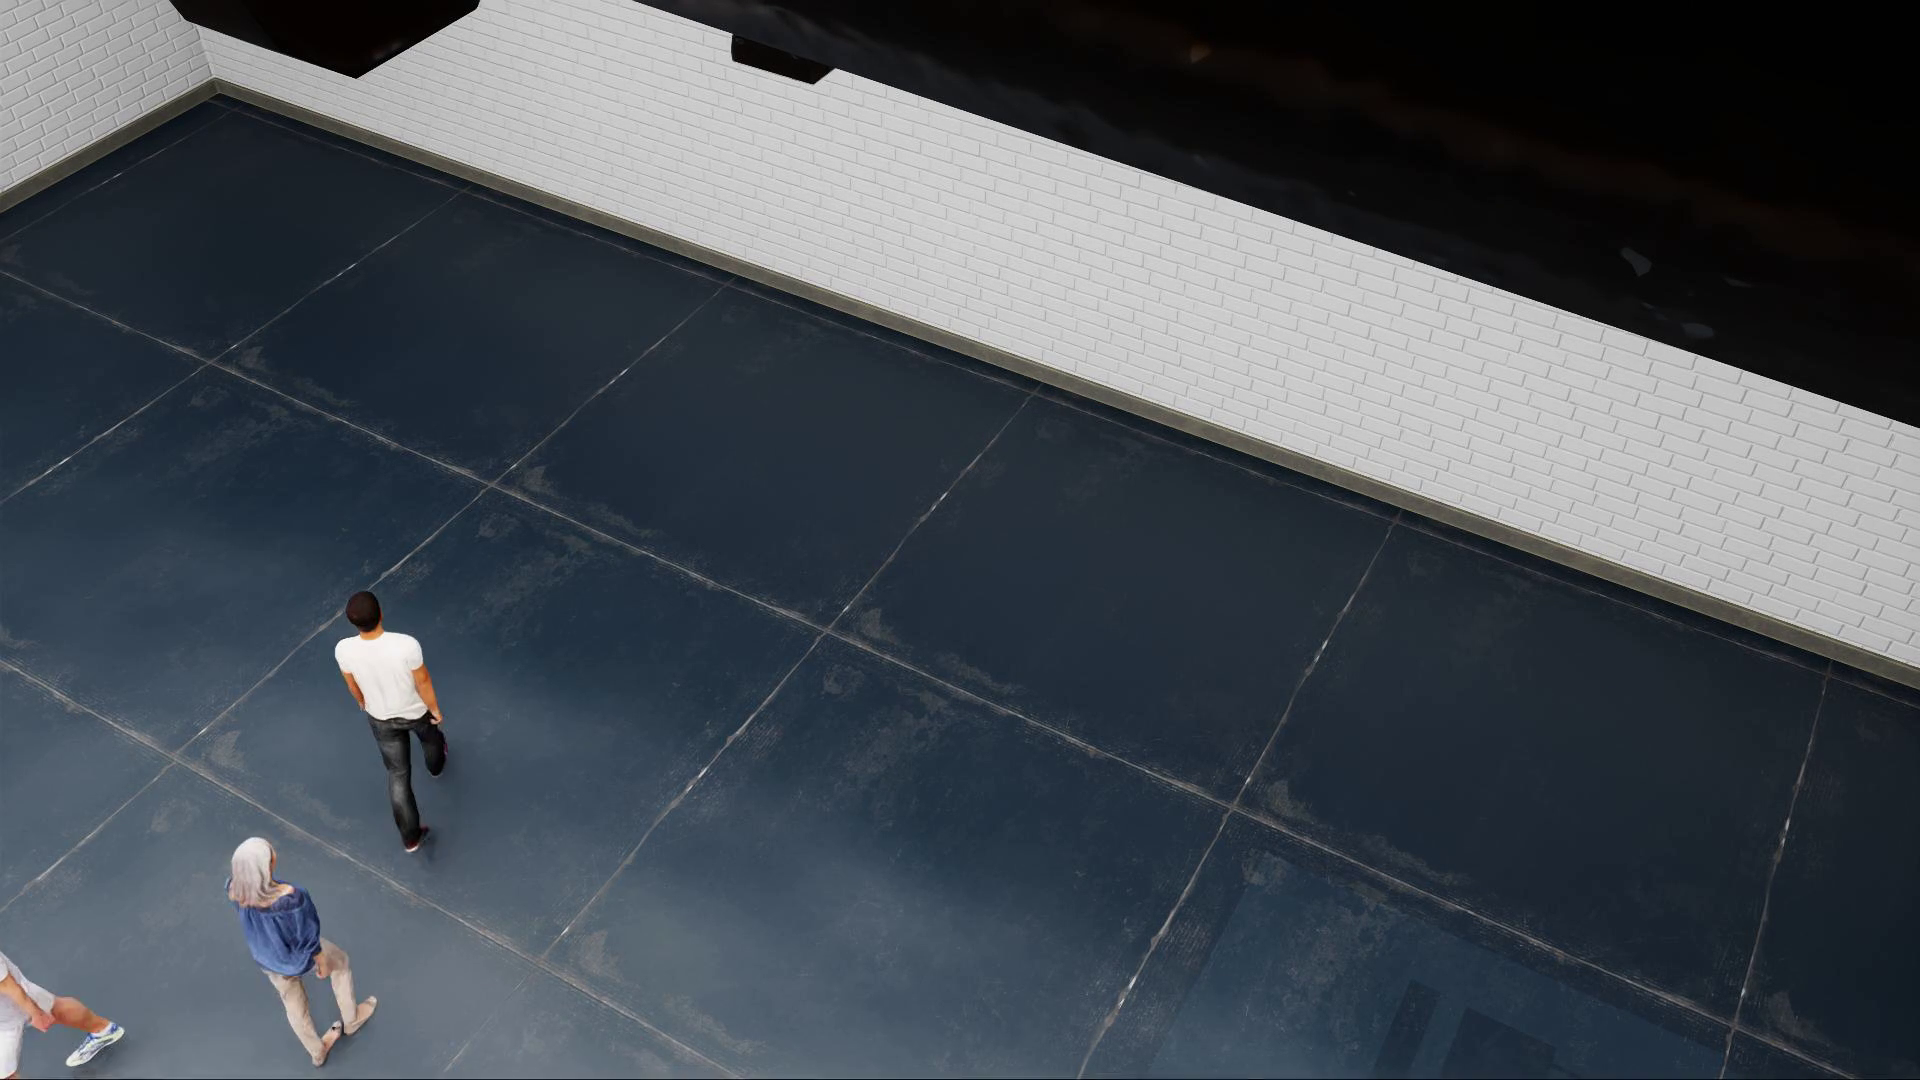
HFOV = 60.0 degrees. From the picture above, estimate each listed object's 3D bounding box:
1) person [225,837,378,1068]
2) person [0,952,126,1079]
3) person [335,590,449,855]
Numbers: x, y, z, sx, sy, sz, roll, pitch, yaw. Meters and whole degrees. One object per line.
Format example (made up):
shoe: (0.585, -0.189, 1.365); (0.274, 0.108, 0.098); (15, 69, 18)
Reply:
person: (-3.468, 2.189, 8.512); (0.712, 1.683, 0.767); (8, 44, 8)
person: (-4.749, 2.252, 8.353); (0.754, 1.800, 1.194); (26, 50, 25)
person: (-3.276, 1.061, 9.635); (1.108, 1.766, 1.217); (-8, 44, -8)
